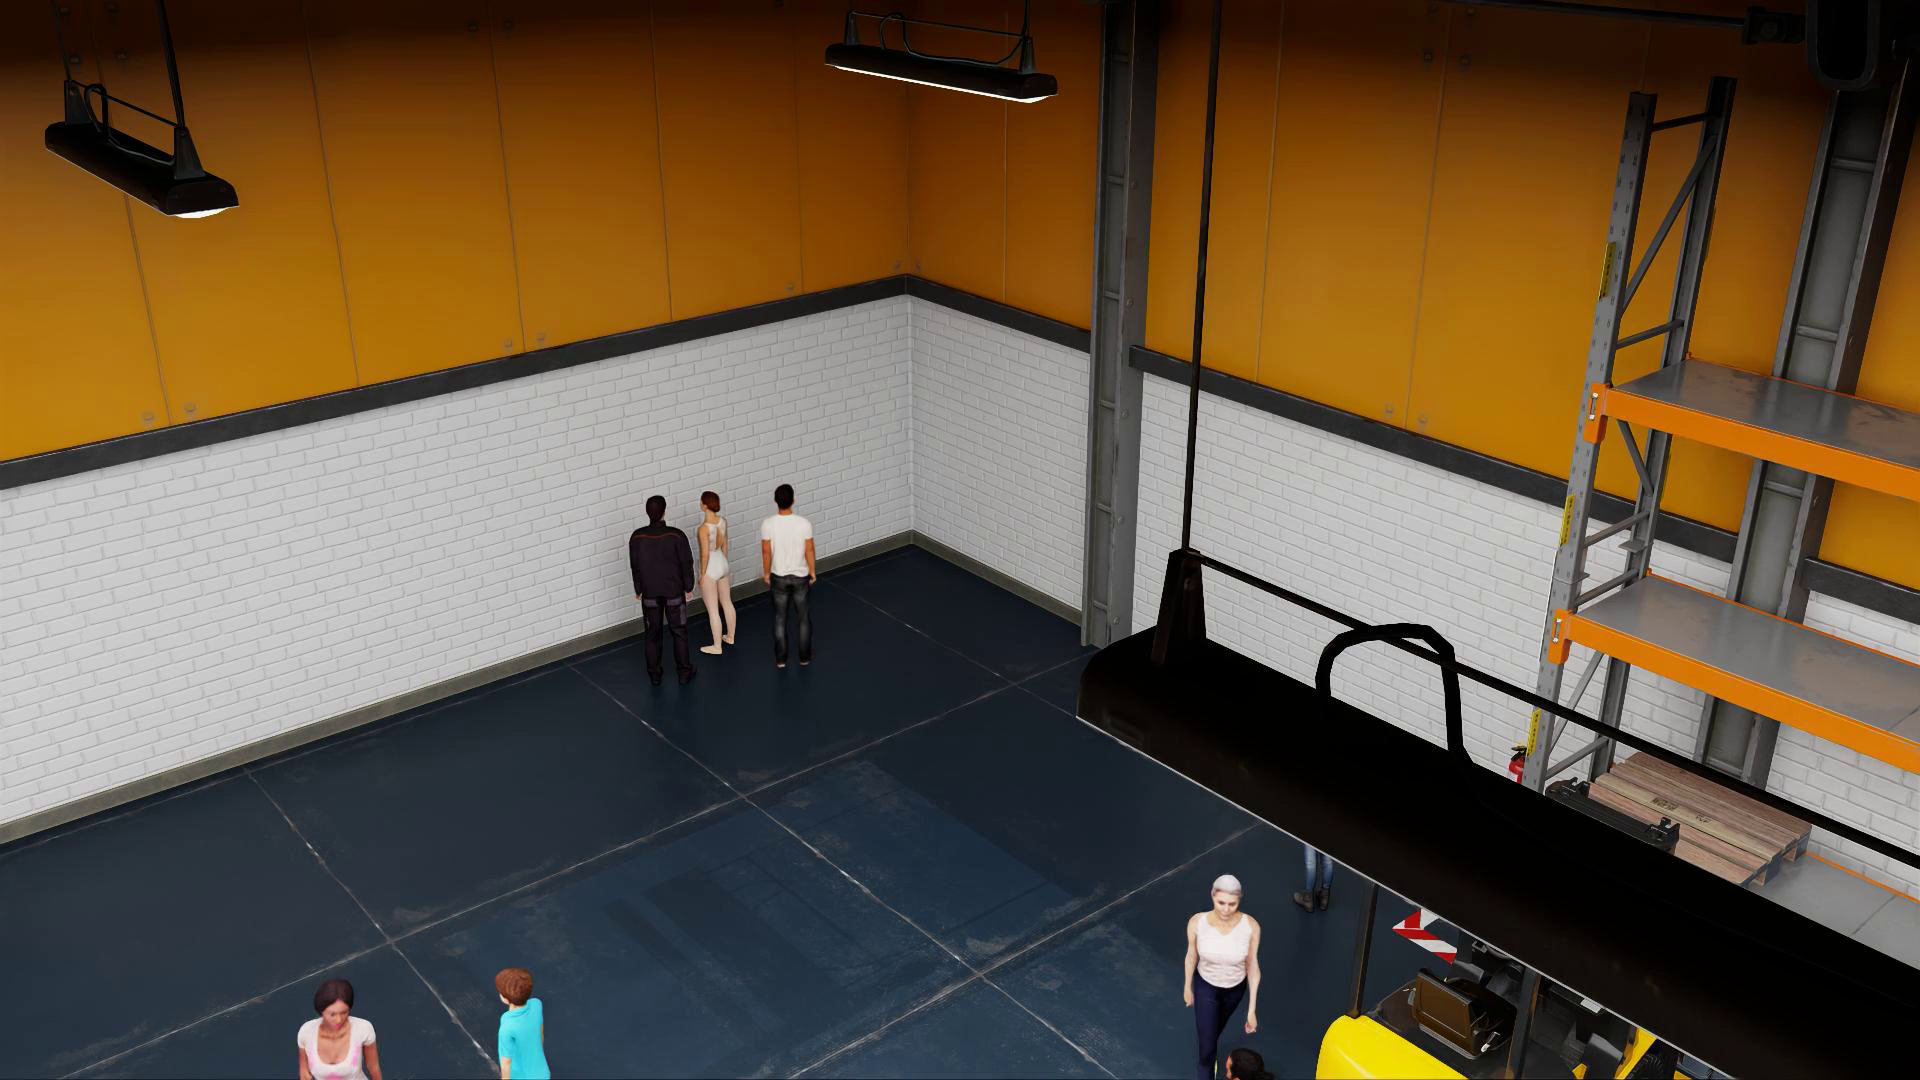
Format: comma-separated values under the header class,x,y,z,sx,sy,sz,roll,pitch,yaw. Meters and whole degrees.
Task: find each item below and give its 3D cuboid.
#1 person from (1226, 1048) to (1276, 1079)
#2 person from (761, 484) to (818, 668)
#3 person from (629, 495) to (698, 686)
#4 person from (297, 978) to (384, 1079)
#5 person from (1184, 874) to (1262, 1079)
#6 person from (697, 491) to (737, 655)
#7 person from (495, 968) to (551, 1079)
class,x,y,z,sx,sy,sz,roll,pitch,yaw
person,1.546,3.410,8.565,0.648,1.740,0.797,-15,28,-30
person,-1.597,0.327,15.540,0.716,1.803,0.741,-1,24,-2
person,-2.720,0.461,15.190,0.795,1.838,0.821,0,24,-1
person,-3.400,3.117,9.285,1.047,1.702,1.212,1,24,3
person,1.599,2.732,10.229,1.117,1.650,1.205,1,24,3
person,-2.327,0.296,15.810,0.588,1.643,0.610,13,27,27
person,-2.511,3.096,9.650,0.613,1.448,0.589,9,25,20
